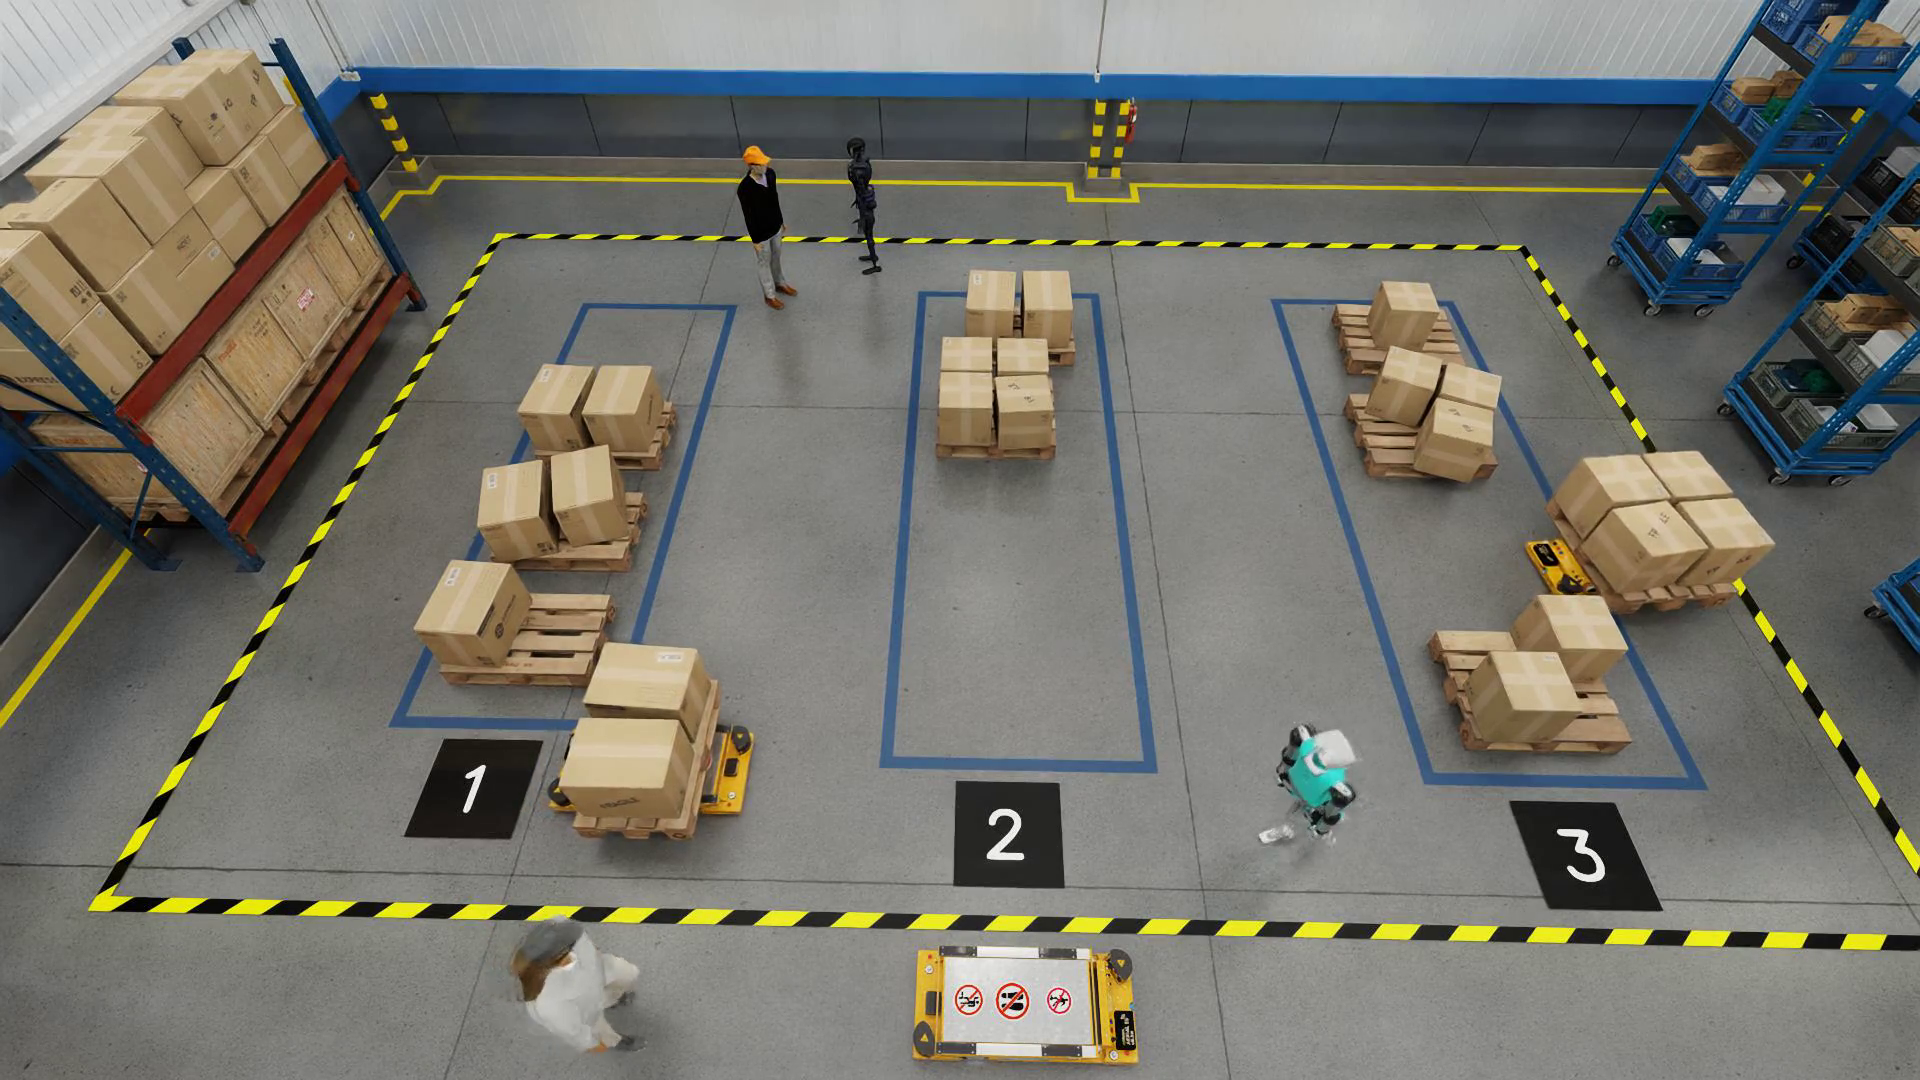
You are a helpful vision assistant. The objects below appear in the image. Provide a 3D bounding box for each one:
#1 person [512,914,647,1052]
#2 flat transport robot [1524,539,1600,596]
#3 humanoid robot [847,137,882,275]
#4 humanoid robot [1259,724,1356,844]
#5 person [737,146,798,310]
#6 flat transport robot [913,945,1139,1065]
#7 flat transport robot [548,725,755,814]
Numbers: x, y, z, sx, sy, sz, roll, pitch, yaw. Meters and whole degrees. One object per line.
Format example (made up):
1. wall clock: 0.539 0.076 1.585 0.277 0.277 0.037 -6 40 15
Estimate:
1. person: -2.190 2.659 5.368 0.410 1.746 0.639 -3 51 -3
2. flat transport robot: 5.990 0.205 8.301 1.431 0.197 0.652 -4 51 -3
3. humanoid robot: -1.135 -3.918 10.761 0.315 1.657 0.599 -6 51 -5
4. humanoid robot: 2.483 1.696 6.207 0.870 1.844 0.546 -19 53 -15
5. person: -2.170 -3.500 10.298 0.361 1.884 0.587 21 54 17
6. flat transport robot: 0.422 3.041 6.007 1.431 0.231 0.659 1 51 1
7. flat transport robot: -2.356 1.746 7.044 1.431 0.197 0.652 1 51 1
